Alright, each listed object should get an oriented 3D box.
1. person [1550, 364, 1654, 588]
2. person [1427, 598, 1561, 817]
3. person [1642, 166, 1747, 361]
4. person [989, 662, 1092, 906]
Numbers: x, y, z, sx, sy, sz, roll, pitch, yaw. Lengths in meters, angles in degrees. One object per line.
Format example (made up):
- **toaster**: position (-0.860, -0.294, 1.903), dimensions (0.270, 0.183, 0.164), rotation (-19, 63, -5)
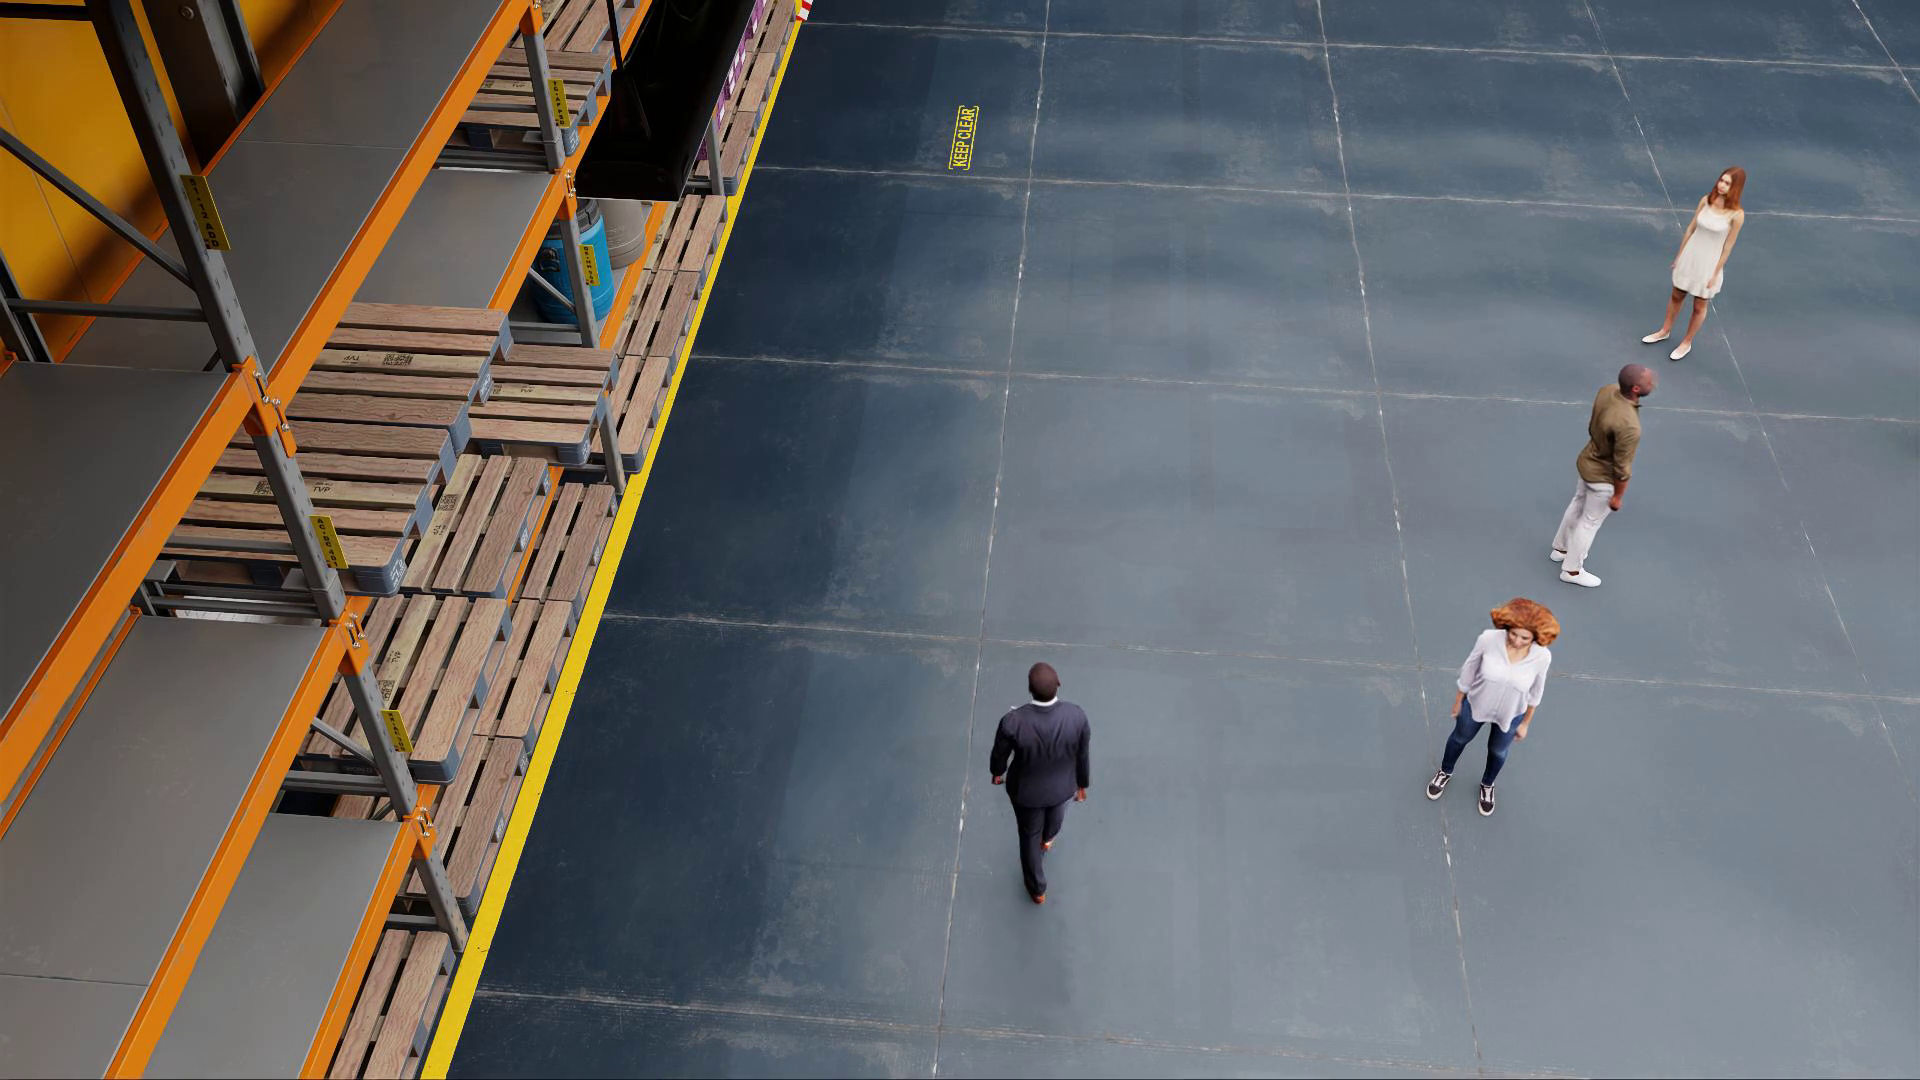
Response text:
- **person**: position (4.406, -0.462, 11.408), dimensions (0.795, 1.824, 0.541), rotation (0, 44, 0)
- **person**: position (3.218, 0.971, 9.988), dimensions (0.711, 1.709, 0.695), rotation (18, 46, 18)
- **person**: position (5.963, -2.243, 13.359), dimensions (0.708, 1.712, 0.637), rotation (-26, 49, -25)
- **person**: position (0.484, 1.437, 9.429), dimensions (0.810, 1.806, 0.944), rotation (-4, 44, -4)
